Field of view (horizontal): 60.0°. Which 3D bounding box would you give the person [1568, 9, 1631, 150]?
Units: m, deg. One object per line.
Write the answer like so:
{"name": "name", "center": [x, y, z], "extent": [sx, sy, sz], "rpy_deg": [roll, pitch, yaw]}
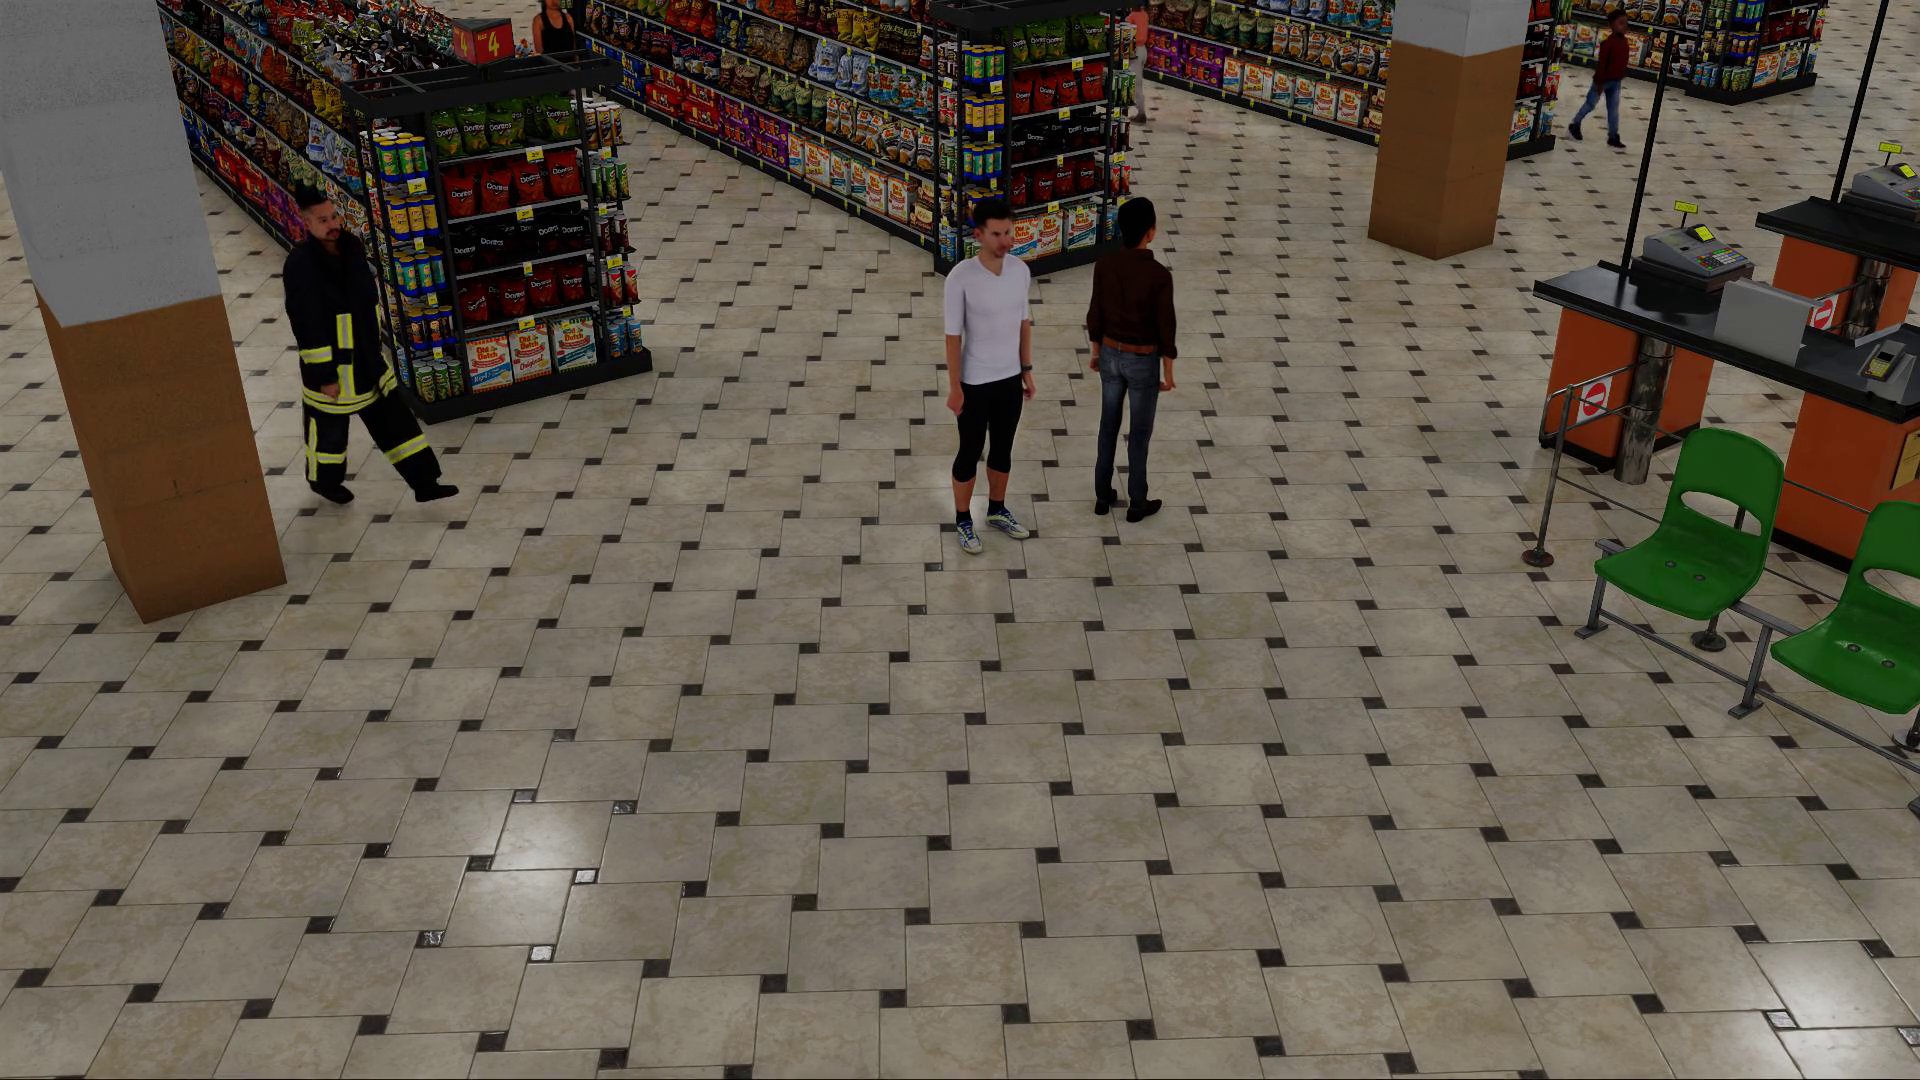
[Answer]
{"name": "person", "center": [5.995, -4.314, 15.544], "extent": [0.592, 1.241, 0.906], "rpy_deg": [-13, 31, -23]}

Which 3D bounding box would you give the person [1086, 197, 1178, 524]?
{"name": "person", "center": [0.897, -0.941, 8.801], "extent": [0.608, 1.781, 0.780], "rpy_deg": [17, 33, 28]}

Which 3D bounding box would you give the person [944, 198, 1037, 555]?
{"name": "person", "center": [0.143, -0.856, 8.570], "extent": [0.670, 1.854, 0.567], "rpy_deg": [-17, 33, -28]}

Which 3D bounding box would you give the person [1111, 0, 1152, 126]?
{"name": "person", "center": [1.761, -4.704, 16.206], "extent": [0.789, 1.290, 0.627], "rpy_deg": [22, 36, 35]}

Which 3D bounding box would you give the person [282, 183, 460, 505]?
{"name": "person", "center": [-3.351, -0.995, 8.864], "extent": [1.280, 1.817, 1.093], "rpy_deg": [14, 31, 23]}

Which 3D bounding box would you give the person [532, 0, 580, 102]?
{"name": "person", "center": [-3.572, -4.135, 14.770], "extent": [0.574, 1.669, 0.620], "rpy_deg": [24, 37, 37]}
